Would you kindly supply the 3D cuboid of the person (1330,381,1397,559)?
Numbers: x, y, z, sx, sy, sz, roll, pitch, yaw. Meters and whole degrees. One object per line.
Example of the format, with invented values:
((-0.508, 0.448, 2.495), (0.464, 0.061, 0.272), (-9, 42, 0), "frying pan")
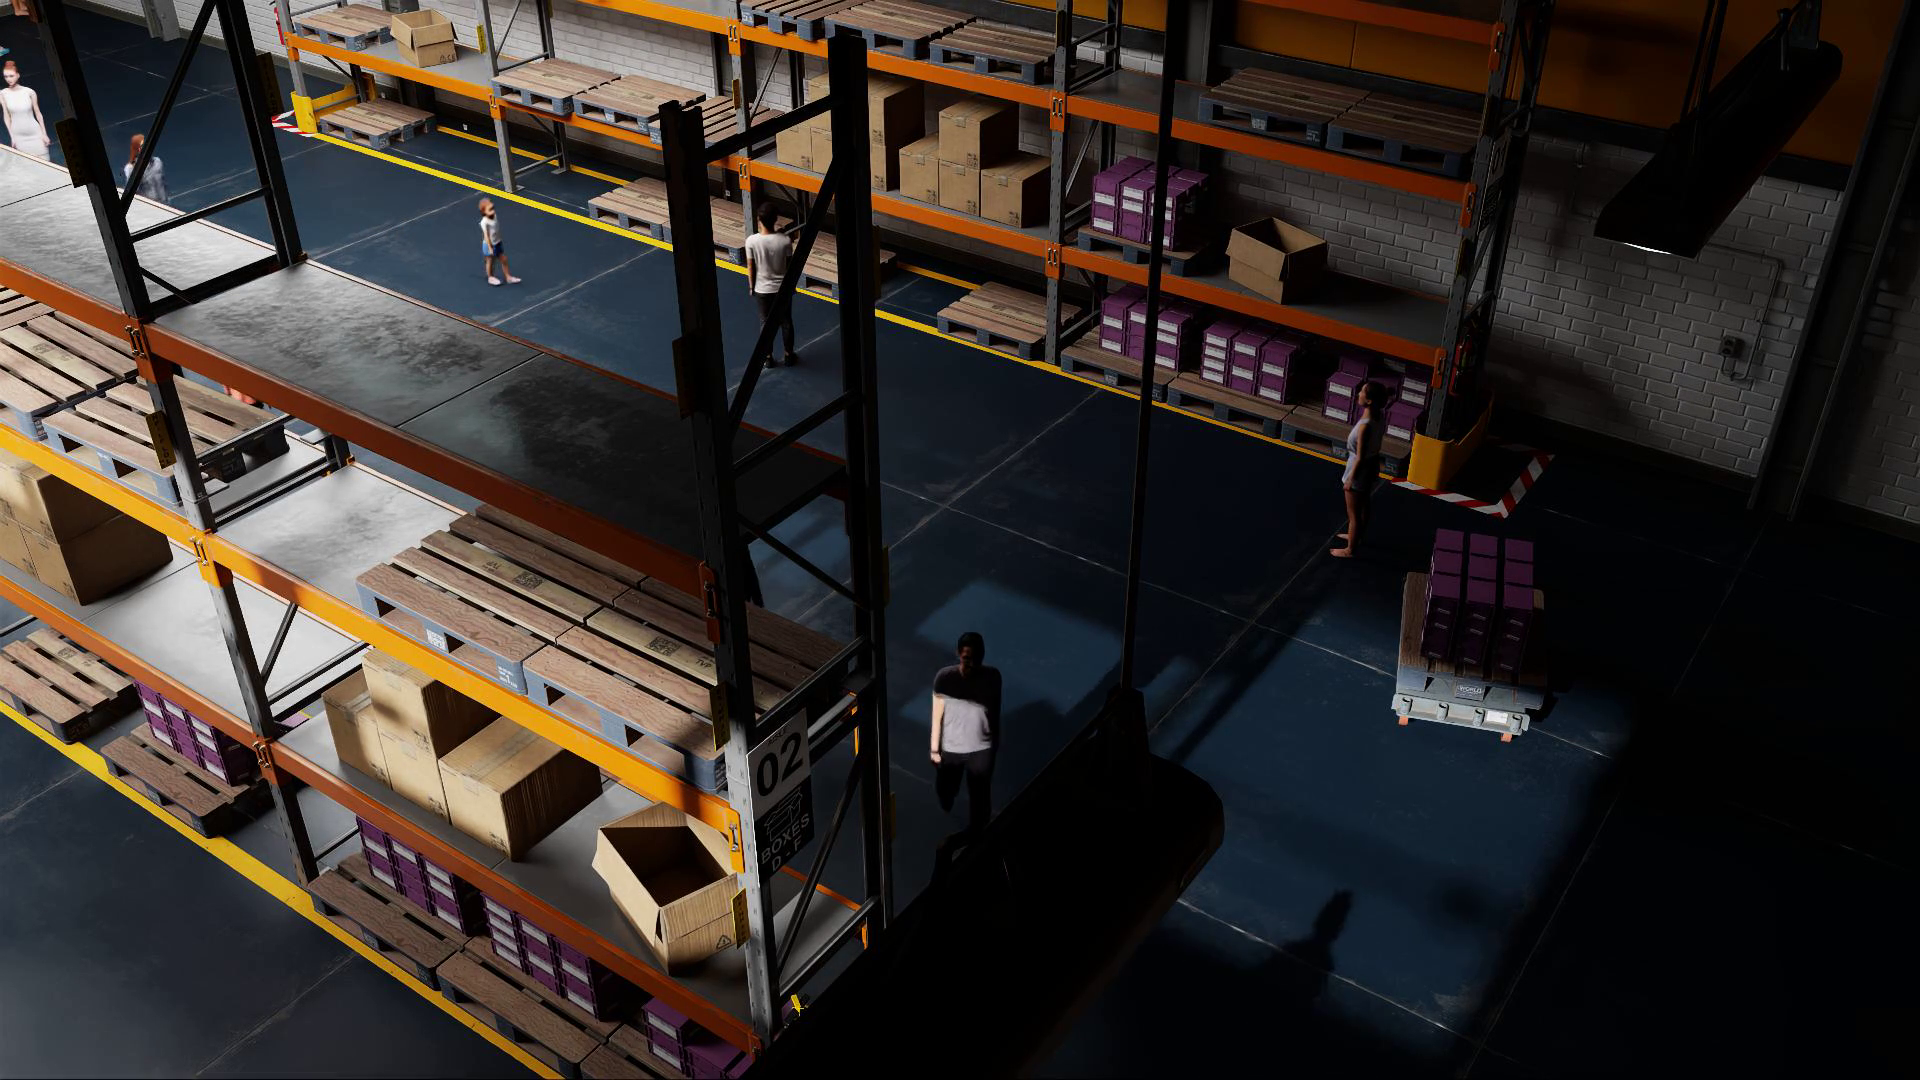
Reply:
((3.309, -0.587, 13.663), (0.583, 1.605, 0.588), (16, 37, 22), "person")

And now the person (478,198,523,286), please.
((-5.171, -3.275, 18.247), (0.637, 1.007, 0.502), (13, 36, 19), "person")

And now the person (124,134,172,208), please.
((-8.836, -3.588, 18.127), (1.131, 1.662, 0.665), (24, 40, 31), "person")

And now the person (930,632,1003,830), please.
((0.024, 1.279, 10.734), (1.001, 1.740, 1.039), (-4, 34, -6), "person")

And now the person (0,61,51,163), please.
((-11.109, -4.816, 19.858), (0.636, 1.791, 0.654), (-12, 35, -17), "person")

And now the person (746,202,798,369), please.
((-1.855, -2.527, 16.475), (0.690, 1.722, 0.758), (-4, 34, -7), "person")
